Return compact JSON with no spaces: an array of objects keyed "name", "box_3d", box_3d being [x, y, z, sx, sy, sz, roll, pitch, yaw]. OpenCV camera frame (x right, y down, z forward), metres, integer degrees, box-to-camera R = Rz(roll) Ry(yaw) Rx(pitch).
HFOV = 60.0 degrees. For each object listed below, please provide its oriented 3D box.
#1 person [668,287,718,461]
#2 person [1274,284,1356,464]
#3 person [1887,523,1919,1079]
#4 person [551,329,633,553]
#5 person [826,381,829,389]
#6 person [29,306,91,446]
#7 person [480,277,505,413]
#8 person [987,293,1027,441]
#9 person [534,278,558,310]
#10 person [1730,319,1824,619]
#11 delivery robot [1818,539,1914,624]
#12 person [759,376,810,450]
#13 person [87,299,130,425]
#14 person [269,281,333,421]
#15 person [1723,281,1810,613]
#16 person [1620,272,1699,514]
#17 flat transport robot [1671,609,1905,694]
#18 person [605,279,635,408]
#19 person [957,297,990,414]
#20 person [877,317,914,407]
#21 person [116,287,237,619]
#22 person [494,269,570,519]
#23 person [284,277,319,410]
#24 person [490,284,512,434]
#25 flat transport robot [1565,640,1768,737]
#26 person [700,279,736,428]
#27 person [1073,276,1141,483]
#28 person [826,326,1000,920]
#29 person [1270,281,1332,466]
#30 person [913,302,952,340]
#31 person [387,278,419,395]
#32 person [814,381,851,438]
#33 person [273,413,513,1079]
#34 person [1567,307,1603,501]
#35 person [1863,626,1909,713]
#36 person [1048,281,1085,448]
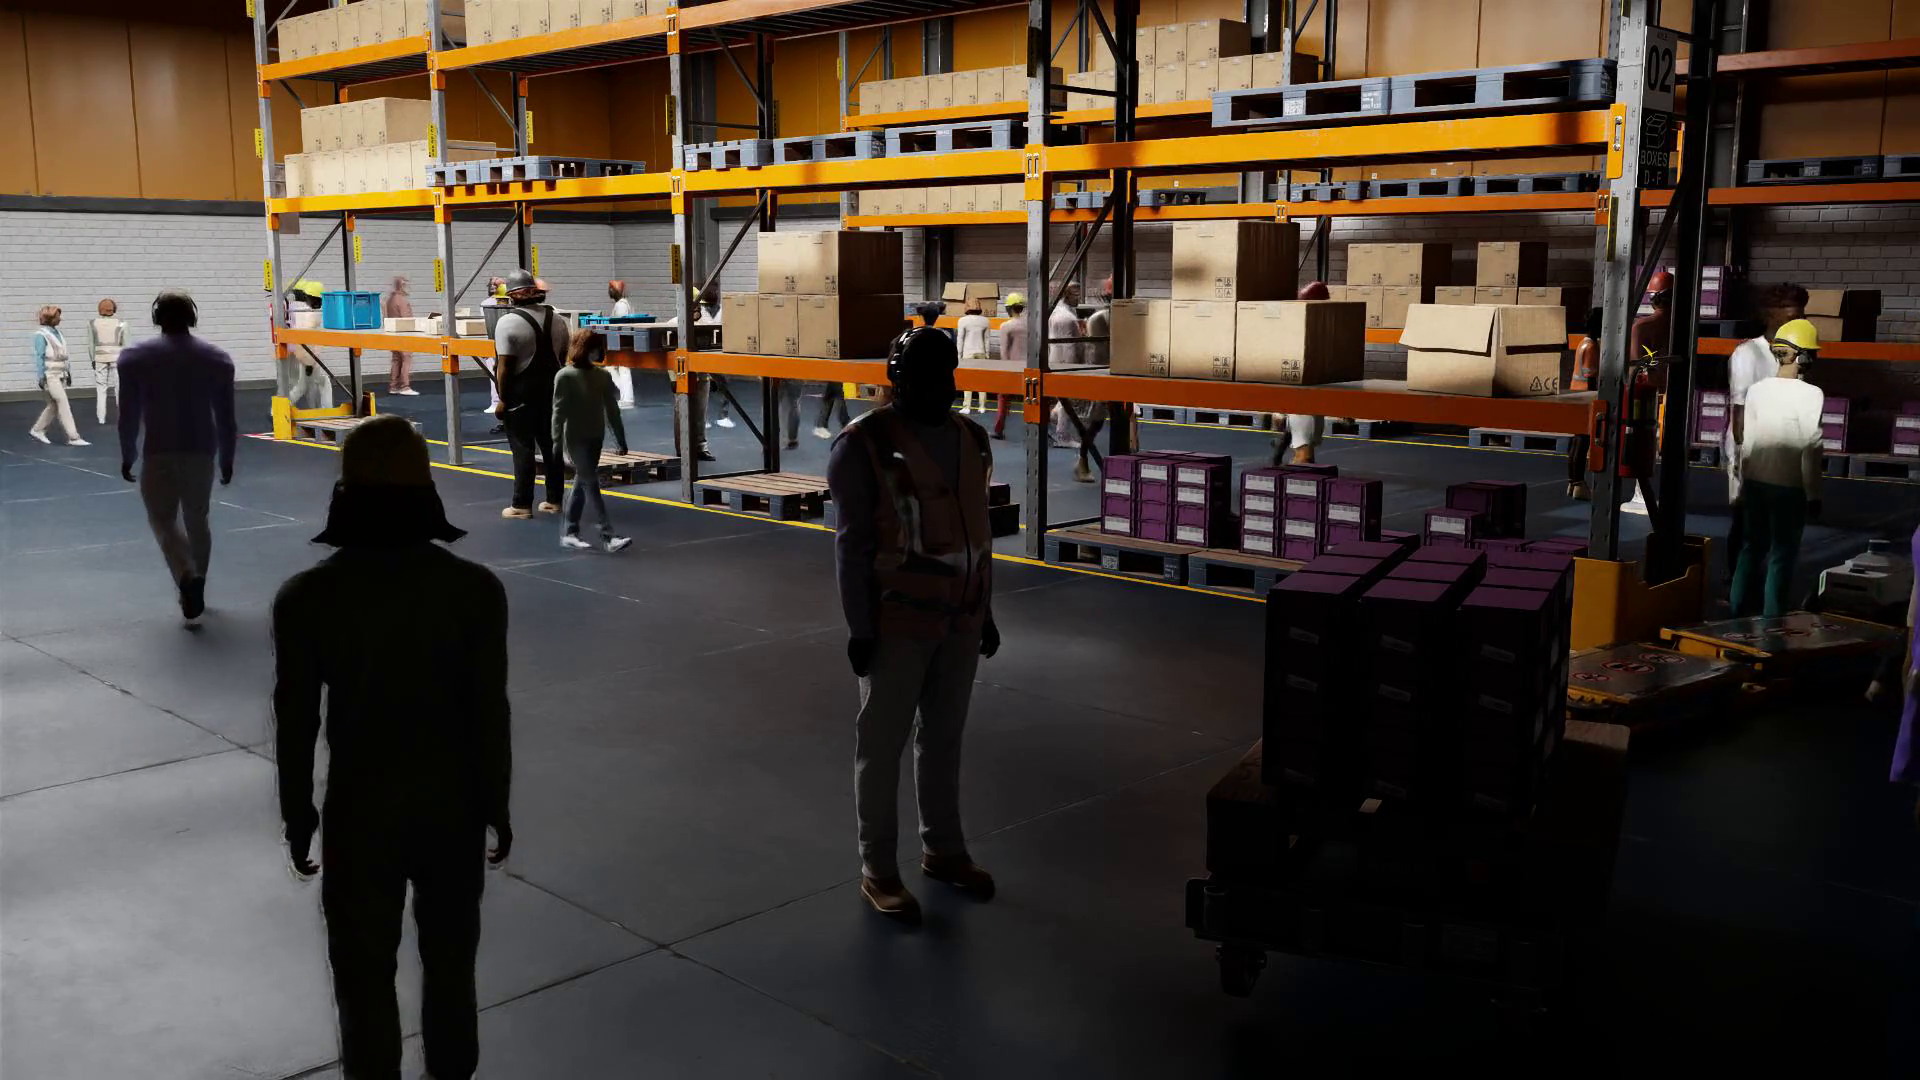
[{"name":"person","box_3d":[-2.786,-1.719,17.387,0.589,1.834,0.403,-9,13,-44]},{"name":"person","box_3d":[2.796,-1.036,12.994,0.571,1.892,0.934,-5,10,-26]},{"name":"person","box_3d":[2.155,0.552,3.422,0.387,1.846,0.566,-2,9,-9]},{"name":"person","box_3d":[-2.587,-0.695,11.812,0.830,1.586,0.525,6,11,34]},{"name":"person","box_3d":[-2.058,-3.270,27.503,0.507,1.631,0.266,7,12,38]},{"name":"person","box_3d":[-10.390,-1.879,19.055,0.749,1.612,0.531,0,9,-2]},{"name":"person","box_3d":[-6.489,-2.737,23.391,0.409,1.909,0.652,7,12,36]},{"name":"person","box_3d":[0.624,-2.020,19.551,0.541,1.735,0.842,-6,11,-31]},{"name":"person","box_3d":[-5.173,-2.250,20.441,0.556,1.906,0.468,-4,10,-23]},{"name":"person","box_3d":[4.371,-0.286,8.845,0.344,1.761,0.531,-2,10,-13]},{"name":"delivery robot","box_3d":[4.952,0.241,8.994,0.707,0.478,0.477,-8,12,-40]},{"name":"person","box_3d":[-1.930,-1.929,18.405,0.640,1.922,0.720,0,9,1]},{"name":"person","box_3d":[-11.046,-2.309,21.626,0.517,1.636,0.313,-2,10,-14]},{"name":"person","box_3d":[-8.198,-2.298,20.830,0.907,1.872,0.625,-7,11,-35]},{"name":"person","box_3d":[4.743,-0.537,9.785,0.615,1.952,0.413,-4,10,-25]},{"name":"person","box_3d":[5.765,-1.202,13.722,0.608,1.995,0.377,-2,10,-13]},{"name":"flat transport robot","box_3d":[4.167,0.542,8.299,1.431,0.197,0.652,-4,10,-25]},{"name":"person","box_3d":[-4.923,-2.822,24.061,0.436,1.866,0.579,-3,10,-16]},{"name":"person","box_3d":[0.191,-2.581,23.306,0.499,1.627,0.270,-4,10,-25]},{"name":"person","box_3d":[-0.558,-1.227,15.114,0.866,1.596,0.518,9,13,43]},{"name":"person","box_3d":[-4.505,-0.499,9.649,0.632,1.919,0.831,-7,12,-38]},{"name":"person","box_3d":[-3.541,-1.197,13.554,0.535,2.000,0.674,7,11,36]},{"name":"person","box_3d":[-8.851,-2.549,22.235,0.587,1.912,0.687,1,9,5]},{"name":"person","box_3d":[-5.528,-2.199,20.330,0.588,1.834,0.403,6,11,34]},{"name":"flat transport robot","box_3d":[2.957,0.676,7.478,1.431,0.197,0.652,-7,12,-37]},{"name":"person","box_3d":[-3.154,-2.351,21.093,0.612,1.894,0.713,-7,12,-37]},{"name":"person","box_3d":[1.388,-1.472,15.393,0.611,1.999,1.057,-5,11,-28]},{"name":"person","box_3d":[-0.112,0.251,5.285,0.622,1.844,0.429,-8,13,-42]},{"name":"person","box_3d":[3.318,-1.563,16.229,0.559,1.912,0.771,-6,11,-33]},{"name":"person","box_3d":[-0.341,-1.779,18.280,0.542,1.664,0.705,-1,9,-4]},{"name":"person","box_3d":[-8.923,-3.250,26.652,0.433,1.867,0.651,-7,11,-36]},{"name":"person","box_3d":[-1.447,-2.119,19.585,0.631,1.930,1.024,-7,12,-38]},{"name":"person","box_3d":[-1.210,0.591,3.603,0.490,1.723,0.747,-3,10,-20]},{"name":"person","box_3d":[5.509,-1.192,14.583,0.319,1.694,0.533,2,9,12]},{"name":"person","box_3d":[4.580,-0.056,7.351,0.983,1.792,0.515,3,10,18]},{"name":"person","box_3d":[1.204,-1.962,18.712,0.437,1.886,0.663,-1,9,-3]}]
